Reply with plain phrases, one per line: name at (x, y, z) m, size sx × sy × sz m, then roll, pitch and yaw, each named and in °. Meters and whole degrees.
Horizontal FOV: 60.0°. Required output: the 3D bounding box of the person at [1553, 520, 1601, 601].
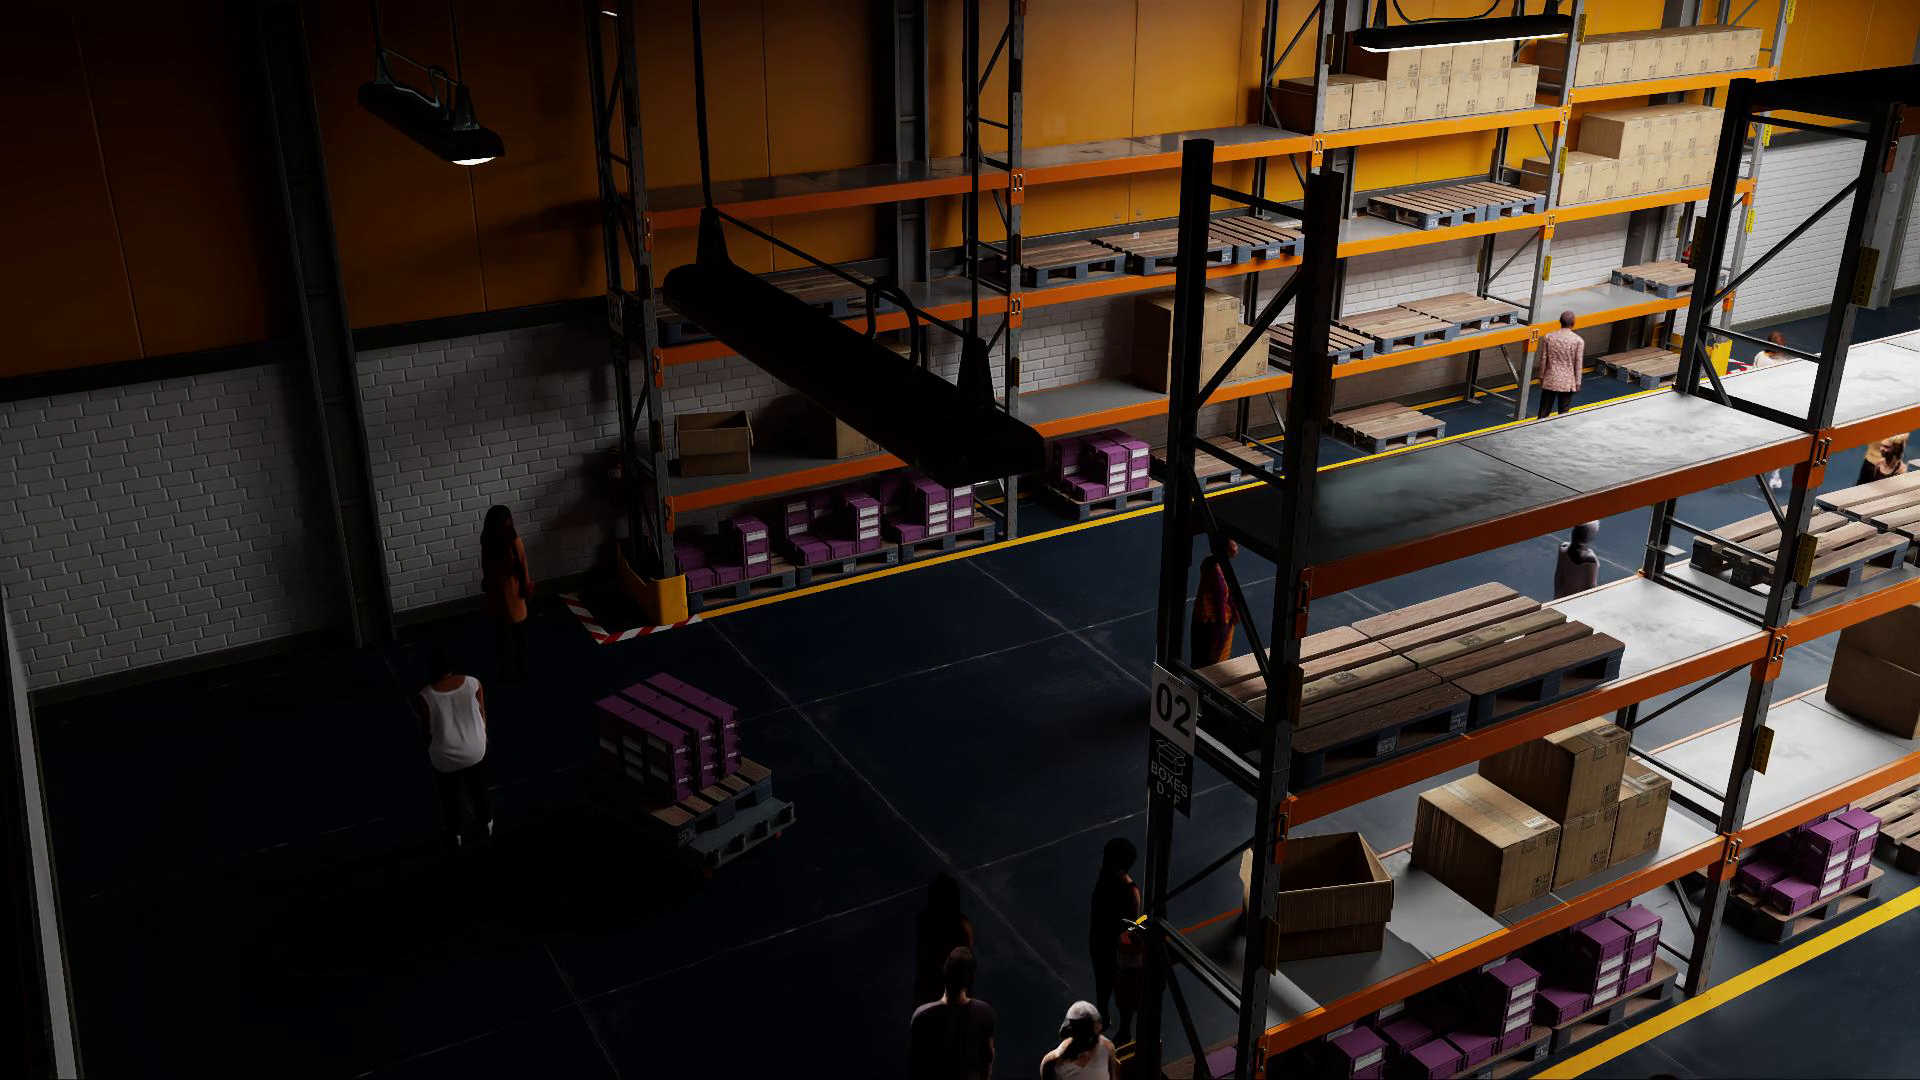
person at (5.464, 0.625, 14.893) m, size 0.553 × 1.777 × 0.624 m, roll -10°, pitch 26°, yaw -22°

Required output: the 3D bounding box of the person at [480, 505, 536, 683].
person at (-4.166, 0.479, 15.298) m, size 0.766 × 1.720 × 0.827 m, roll 6°, pitch 24°, yaw 13°

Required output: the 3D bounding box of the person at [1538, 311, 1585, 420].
person at (7.499, -1.985, 20.823) m, size 0.763 × 1.808 × 0.746 m, roll 16°, pitch 28°, yaw 32°

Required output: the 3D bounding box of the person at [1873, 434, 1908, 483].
person at (9.383, -0.213, 16.791) m, size 1.198 × 1.792 × 0.768 m, roll -8°, pitch 25°, yaw -18°

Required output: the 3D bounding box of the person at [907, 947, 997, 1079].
person at (-0.052, 3.102, 9.154) m, size 0.900 × 1.835 × 0.871 m, roll -7°, pitch 25°, yaw -15°

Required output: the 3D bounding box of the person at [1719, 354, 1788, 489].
person at (9.524, -1.345, 19.548) m, size 1.190 × 1.657 × 0.980 m, roll 1°, pitch 24°, yaw 2°

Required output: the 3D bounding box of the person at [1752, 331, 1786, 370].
person at (9.876, -1.750, 20.444) m, size 0.550 × 1.683 × 0.619 m, roll -11°, pitch 26°, yaw -24°

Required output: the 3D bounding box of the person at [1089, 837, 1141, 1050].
person at (0.991, 2.579, 10.703) m, size 0.510 × 1.553 × 0.540 m, roll -15°, pitch 28°, yaw -30°

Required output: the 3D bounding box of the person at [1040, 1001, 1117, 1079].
person at (0.602, 3.182, 9.194) m, size 1.097 × 1.656 × 0.652 m, roll -11°, pitch 26°, yaw -24°

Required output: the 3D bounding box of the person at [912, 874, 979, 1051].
person at (-0.053, 2.740, 10.192) m, size 0.899 × 1.666 × 1.103 m, roll 13°, pitch 27°, yaw 27°

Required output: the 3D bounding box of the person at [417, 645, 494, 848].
person at (-3.905, 1.565, 12.853) m, size 0.520 × 1.687 × 0.696 m, roll -13°, pitch 27°, yaw -27°

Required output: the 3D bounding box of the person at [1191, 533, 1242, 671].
person at (2.299, 0.666, 14.925) m, size 0.802 × 1.676 × 0.771 m, roll -2°, pitch 24°, yaw -4°
